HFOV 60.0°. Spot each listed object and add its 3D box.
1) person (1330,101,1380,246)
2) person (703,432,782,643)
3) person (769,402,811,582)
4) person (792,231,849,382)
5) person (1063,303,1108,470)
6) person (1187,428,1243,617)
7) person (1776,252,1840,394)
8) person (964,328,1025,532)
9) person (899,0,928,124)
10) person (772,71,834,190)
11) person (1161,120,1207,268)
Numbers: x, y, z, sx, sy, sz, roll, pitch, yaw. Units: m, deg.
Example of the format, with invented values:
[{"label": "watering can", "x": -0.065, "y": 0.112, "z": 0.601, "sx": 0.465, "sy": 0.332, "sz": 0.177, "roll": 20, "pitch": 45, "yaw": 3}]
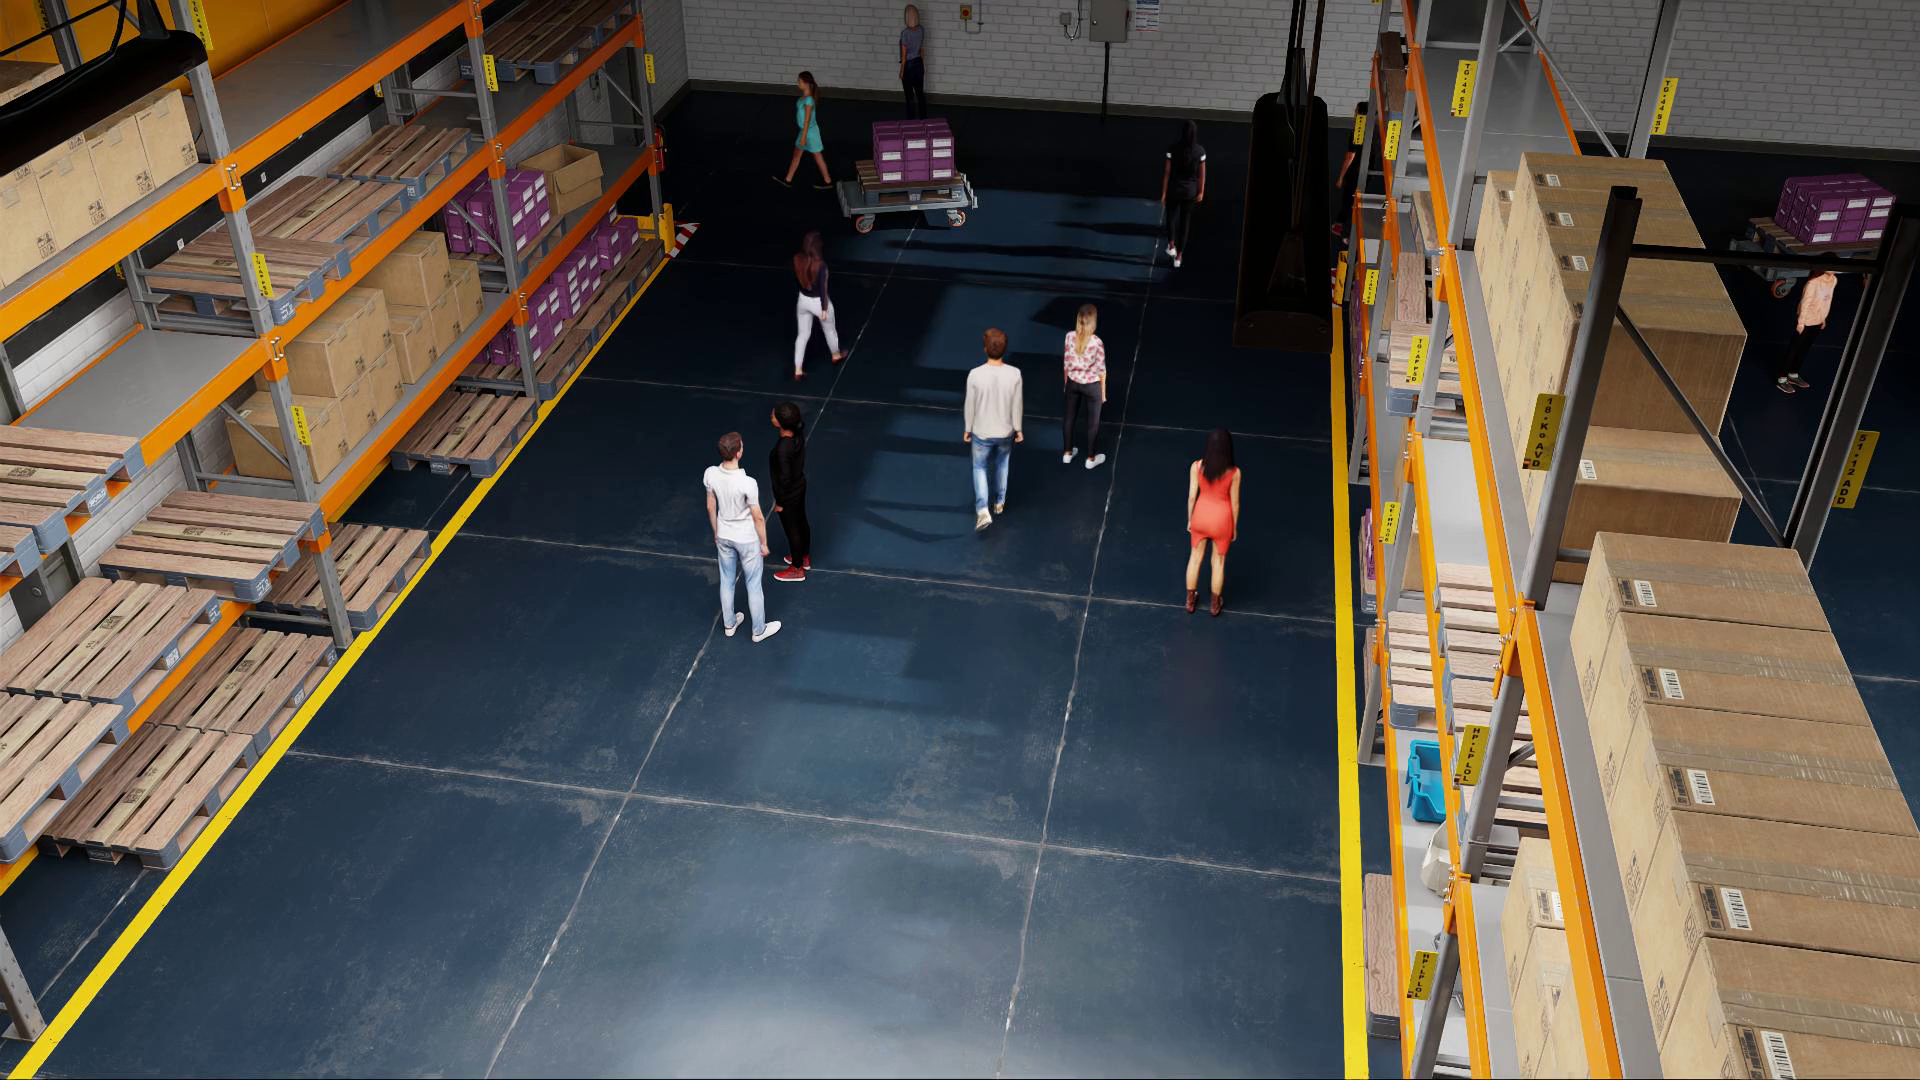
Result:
[{"label": "person", "x": 4.777, "y": -4.288, "z": 19.623, "sx": 0.964, "sy": 1.735, "sz": 0.977, "roll": 25, "pitch": 41, "yaw": 32}, {"label": "person", "x": -1.747, "y": -0.019, "z": 13.096, "sx": 0.699, "sy": 1.851, "sz": 0.633, "roll": 15, "pitch": 36, "yaw": 21}, {"label": "person", "x": -1.404, "y": -0.417, "z": 13.855, "sx": 0.676, "sy": 1.674, "sz": 0.506, "roll": 9, "pitch": 35, "yaw": 13}, {"label": "person", "x": -1.522, "y": -2.343, "z": 16.846, "sx": 0.837, "sy": 1.571, "sz": 1.136, "roll": 18, "pitch": 37, "yaw": 25}, {"label": "person", "x": 1.145, "y": -1.434, "z": 15.424, "sx": 0.639, "sy": 1.632, "sz": 0.616, "roll": 18, "pitch": 38, "yaw": 25}, {"label": "person", "x": 2.034, "y": -0.137, "z": 13.394, "sx": 0.607, "sy": 1.718, "sz": 0.575, "roll": 12, "pitch": 35, "yaw": 17}, {"label": "person", "x": 8.551, "y": -2.209, "z": 16.724, "sx": 0.648, "sy": 1.484, "sz": 0.689, "roll": -17, "pitch": 37, "yaw": -24}, {"label": "person", "x": 0.291, "y": -0.920, "z": 14.422, "sx": 0.820, "sy": 1.885, "sz": 1.101, "roll": -1, "pitch": 34, "yaw": -1}, {"label": "person", "x": -0.656, "y": -6.543, "z": 23.029, "sx": 0.633, "sy": 1.722, "sz": 0.724, "roll": -28, "pitch": 42, "yaw": -35}, {"label": "person", "x": -1.841, "y": -5.175, "z": 21.149, "sx": 0.841, "sy": 1.524, "sz": 1.010, "roll": -6, "pitch": 34, "yaw": -8}, {"label": "person", "x": 2.555, "y": -3.964, "z": 19.154, "sx": 0.652, "sy": 1.716, "sz": 0.690, "roll": 4, "pitch": 34, "yaw": 6}]
